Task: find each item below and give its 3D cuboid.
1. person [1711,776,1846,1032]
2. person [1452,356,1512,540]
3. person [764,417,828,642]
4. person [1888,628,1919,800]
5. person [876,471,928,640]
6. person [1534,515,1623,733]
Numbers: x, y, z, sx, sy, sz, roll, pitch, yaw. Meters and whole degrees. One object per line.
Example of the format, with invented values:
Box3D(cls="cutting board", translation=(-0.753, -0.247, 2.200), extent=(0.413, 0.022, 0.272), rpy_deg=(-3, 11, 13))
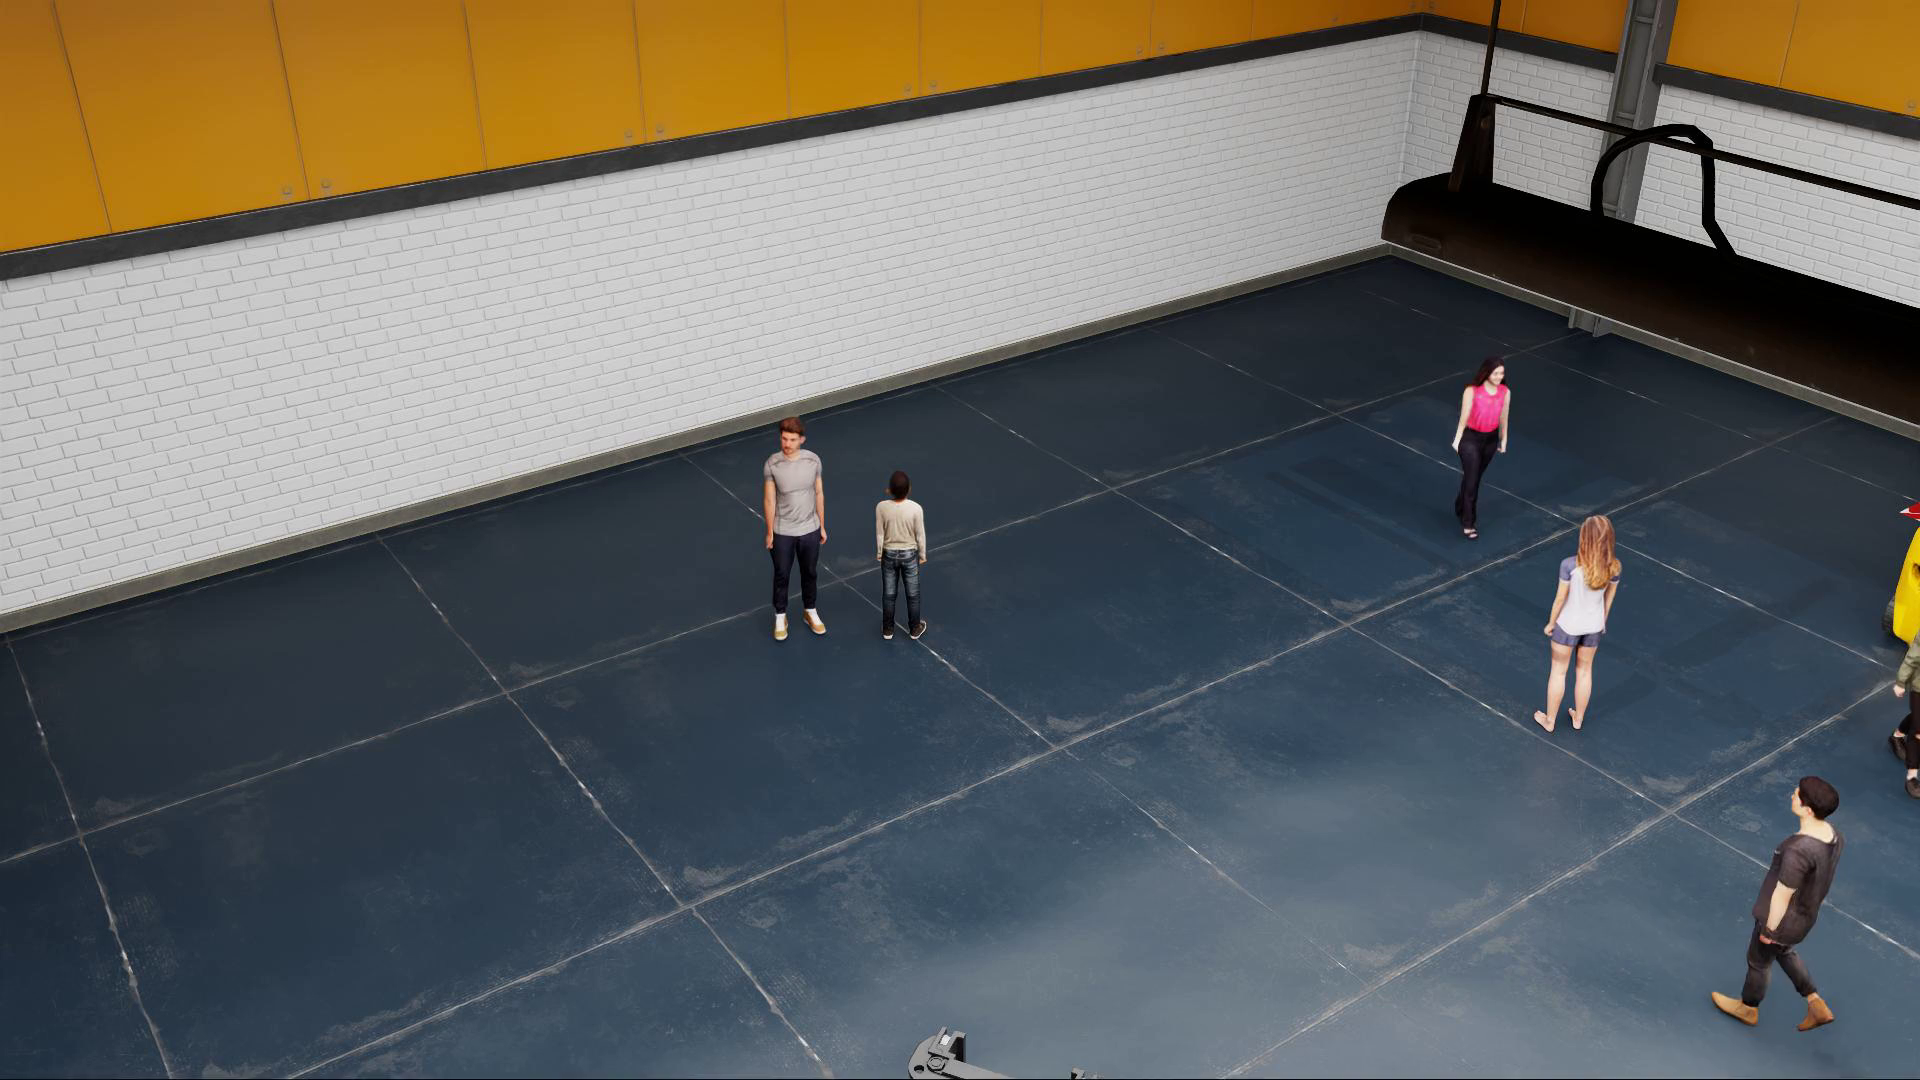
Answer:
Box3D(cls="person", translation=(4.680, 2.086, 9.248), extent=(0.633, 1.703, 0.851), rpy_deg=(-20, 35, -33))
Box3D(cls="person", translation=(4.557, -0.883, 14.759), extent=(0.764, 1.637, 0.930), rpy_deg=(-7, 29, -13))
Box3D(cls="person", translation=(-1.299, -0.111, 13.076), extent=(0.709, 1.895, 0.676), rpy_deg=(-7, 29, -13))
Box3D(cls="person", translation=(6.701, 0.995, 11.516), extent=(0.935, 1.446, 1.049), rpy_deg=(2, 29, 3))
Box3D(cls="person", translation=(-0.473, 0.122, 13.096), extent=(0.632, 1.467, 0.680), rpy_deg=(2, 29, 4))
Box3D(cls="person", translation=(4.442, 0.608, 11.925), extent=(0.682, 1.733, 0.702), rpy_deg=(-2, 29, -3))
